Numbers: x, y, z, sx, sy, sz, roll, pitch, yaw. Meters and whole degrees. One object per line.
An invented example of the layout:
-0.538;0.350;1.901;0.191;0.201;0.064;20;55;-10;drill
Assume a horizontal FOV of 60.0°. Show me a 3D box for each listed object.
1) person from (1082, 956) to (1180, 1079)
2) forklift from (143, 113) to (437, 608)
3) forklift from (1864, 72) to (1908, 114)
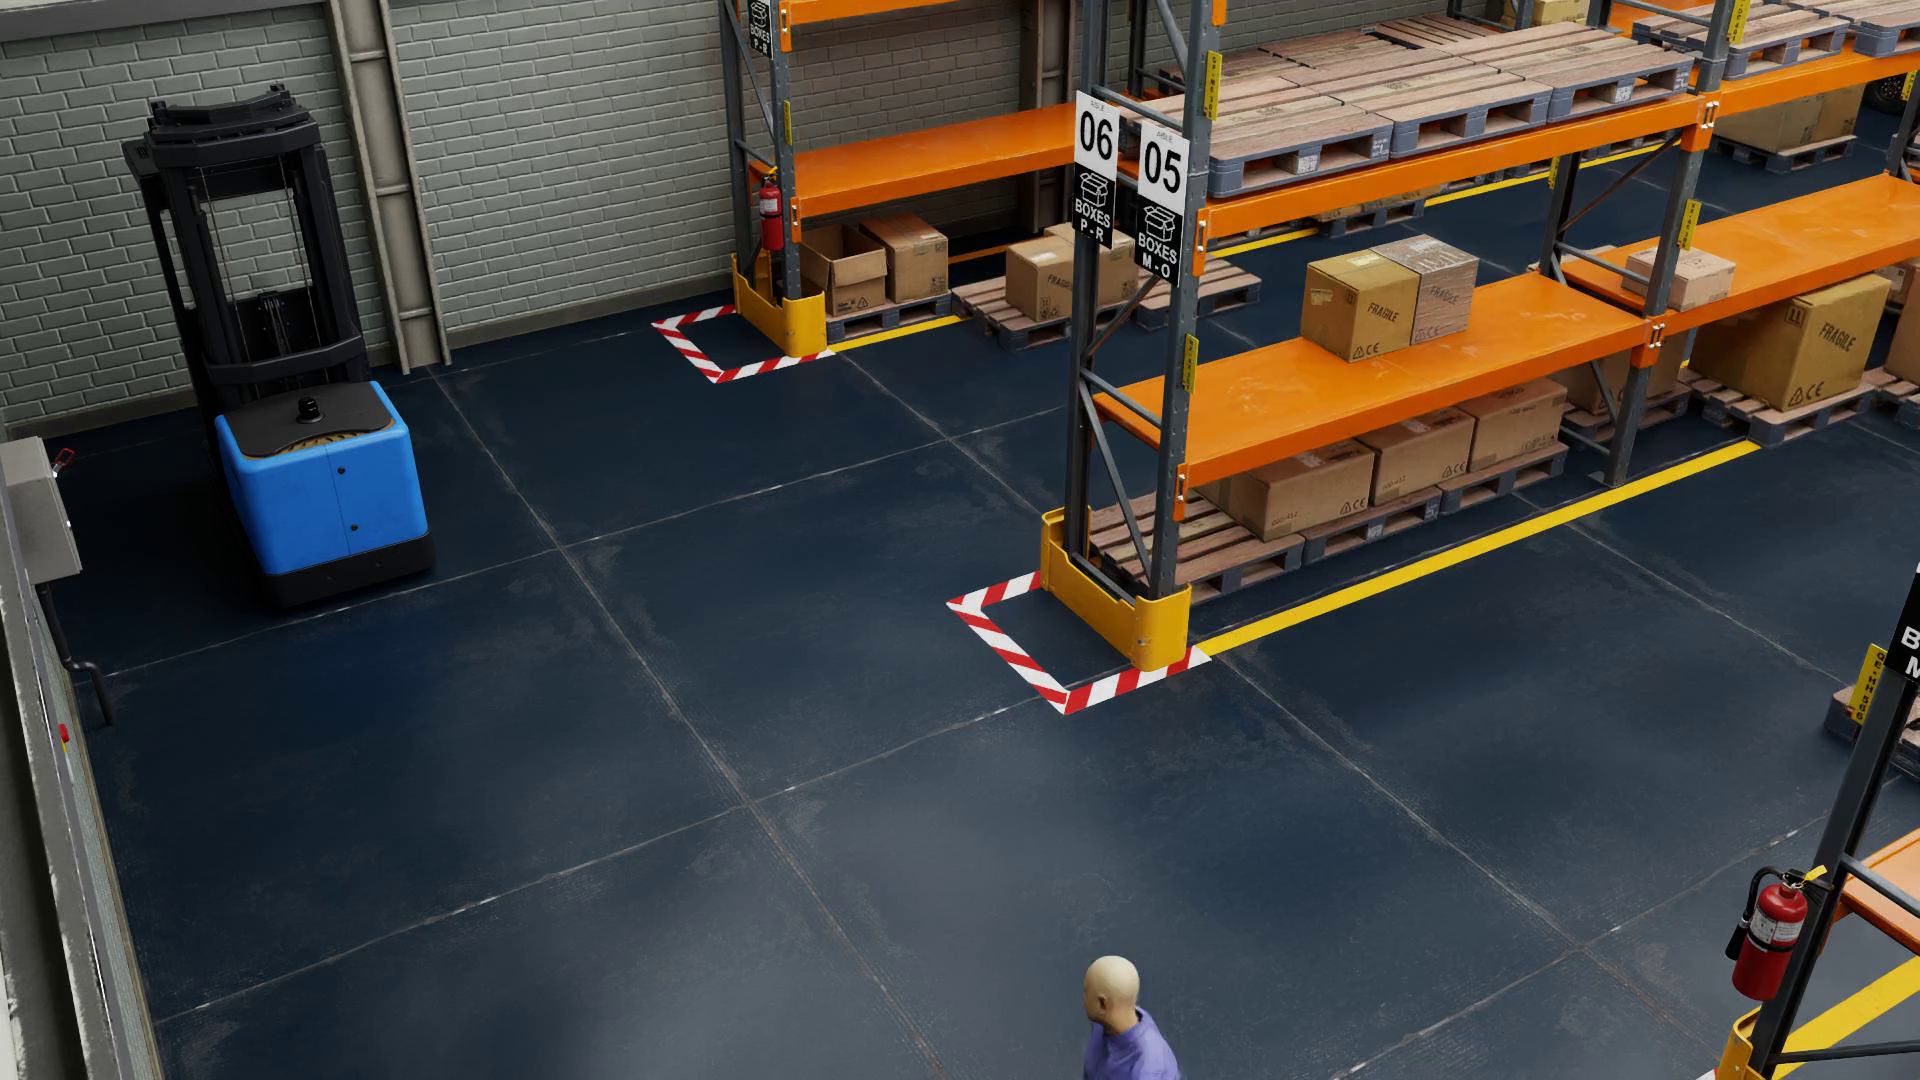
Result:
0.647;2.239;5.909;0.375;1.767;0.688;-11;33;-17;person
-4.289;-1.259;10.509;1.129;2.768;1.873;-17;36;-26;forklift
11.468;-5.645;18.244;1.214;2.155;2.313;-17;36;-26;forklift
